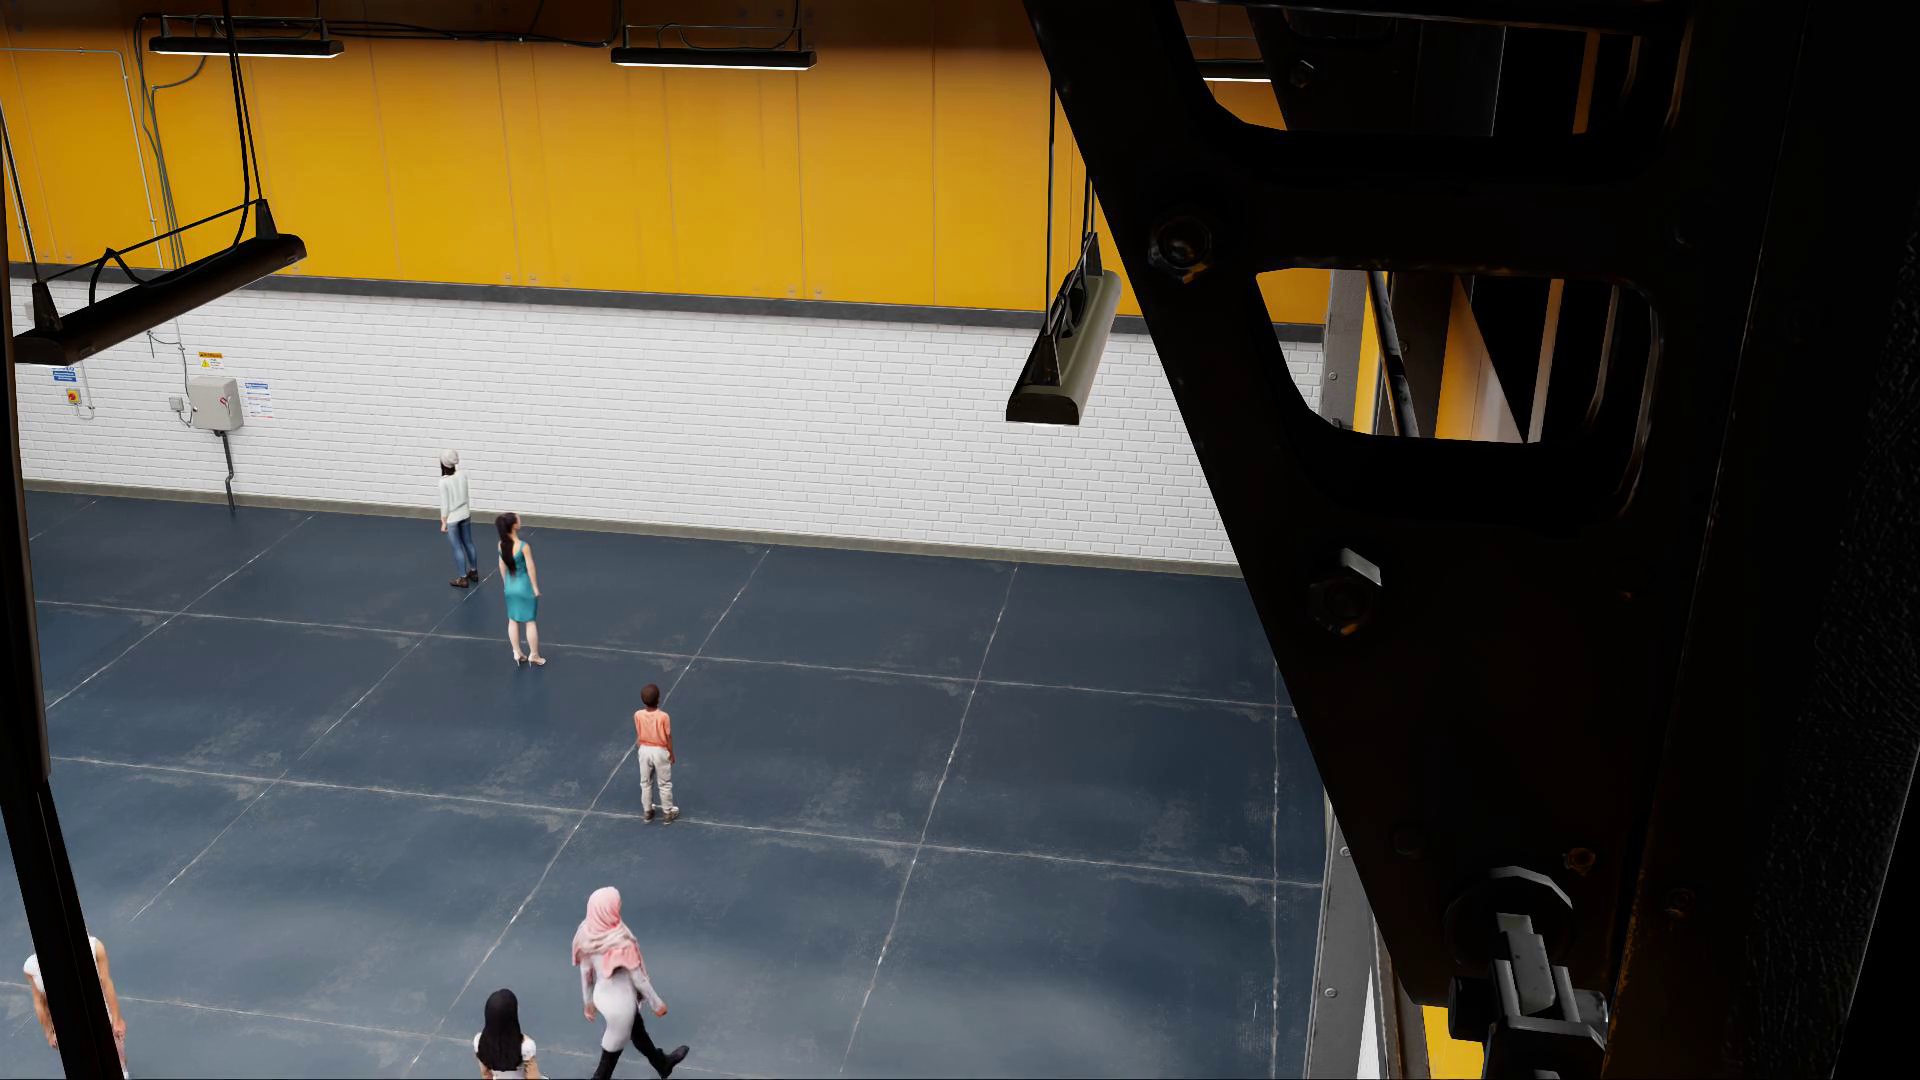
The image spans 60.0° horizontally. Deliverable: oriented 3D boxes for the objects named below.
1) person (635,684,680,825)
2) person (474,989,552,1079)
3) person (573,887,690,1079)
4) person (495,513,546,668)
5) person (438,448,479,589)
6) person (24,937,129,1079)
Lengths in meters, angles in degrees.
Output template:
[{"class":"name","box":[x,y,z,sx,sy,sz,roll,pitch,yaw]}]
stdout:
[{"class":"person","box":[-2.639,1.844,14.371,0.467,1.308,0.455,5,24,10]},{"class":"person","box":[-2.688,3.516,9.986,0.611,1.757,0.800,4,24,9]},{"class":"person","box":[-2.324,3.124,10.889,1.072,1.752,1.262,21,31,40]},{"class":"person","box":[-4.491,0.508,16.951,0.580,1.690,0.521,8,25,18]},{"class":"person","box":[-5.688,-0.265,18.777,0.686,1.644,0.541,13,27,27]},{"class":"person","box":[-5.718,3.111,10.898,0.993,1.769,1.118,-11,26,-23]}]
